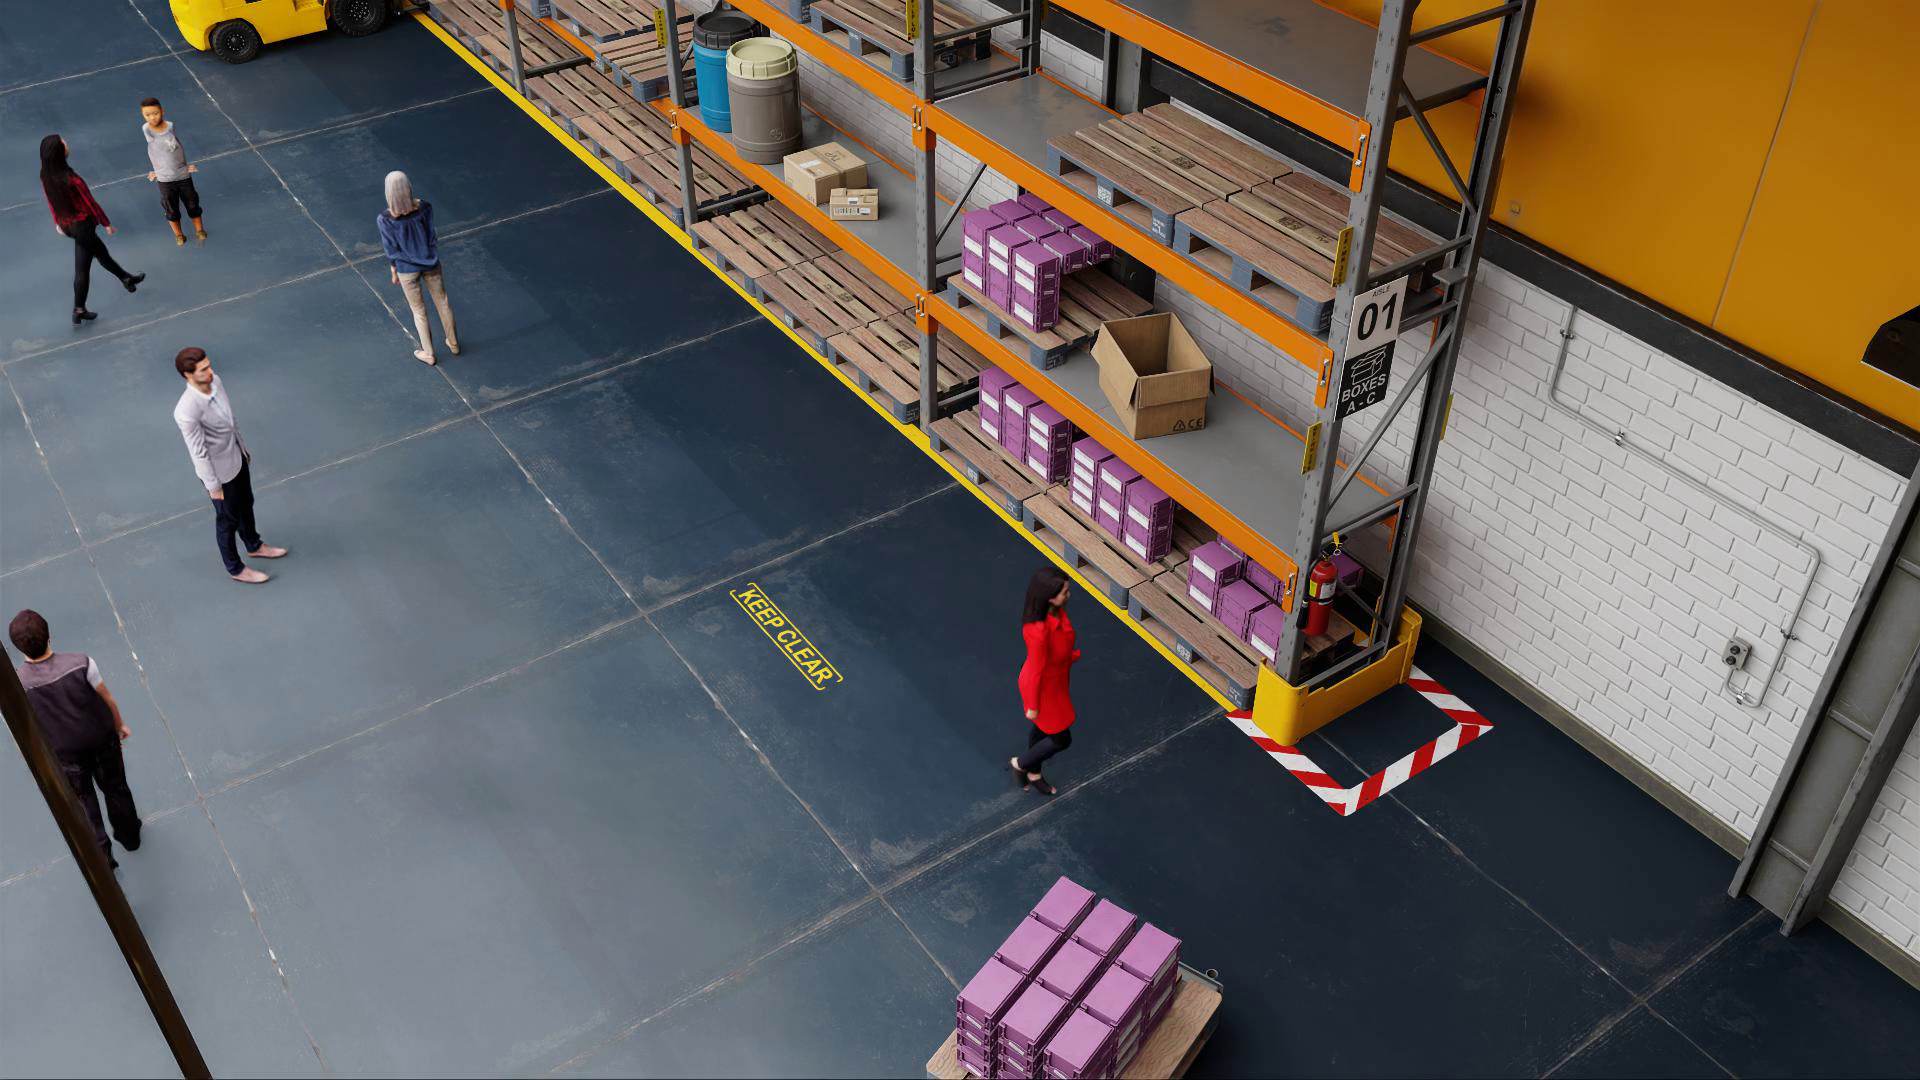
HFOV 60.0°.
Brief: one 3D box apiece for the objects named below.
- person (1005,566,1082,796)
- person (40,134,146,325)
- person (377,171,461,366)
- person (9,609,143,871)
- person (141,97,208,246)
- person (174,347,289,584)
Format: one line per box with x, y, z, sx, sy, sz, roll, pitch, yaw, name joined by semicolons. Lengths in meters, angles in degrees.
0.409;0.854;9.712;0.819;1.737;0.762;9;39;11;person
-7.538;-2.592;14.127;1.080;1.613;1.009;16;41;19;person
-4.431;-2.226;13.601;0.625;1.697;0.580;-28;46;-30;person
-4.881;1.170;9.239;0.711;1.834;0.883;-18;42;-21;person
-7.272;-3.433;15.306;0.600;1.456;0.519;-19;42;-22;person
-5.051;-0.531;11.359;0.812;1.846;0.726;2;39;3;person
